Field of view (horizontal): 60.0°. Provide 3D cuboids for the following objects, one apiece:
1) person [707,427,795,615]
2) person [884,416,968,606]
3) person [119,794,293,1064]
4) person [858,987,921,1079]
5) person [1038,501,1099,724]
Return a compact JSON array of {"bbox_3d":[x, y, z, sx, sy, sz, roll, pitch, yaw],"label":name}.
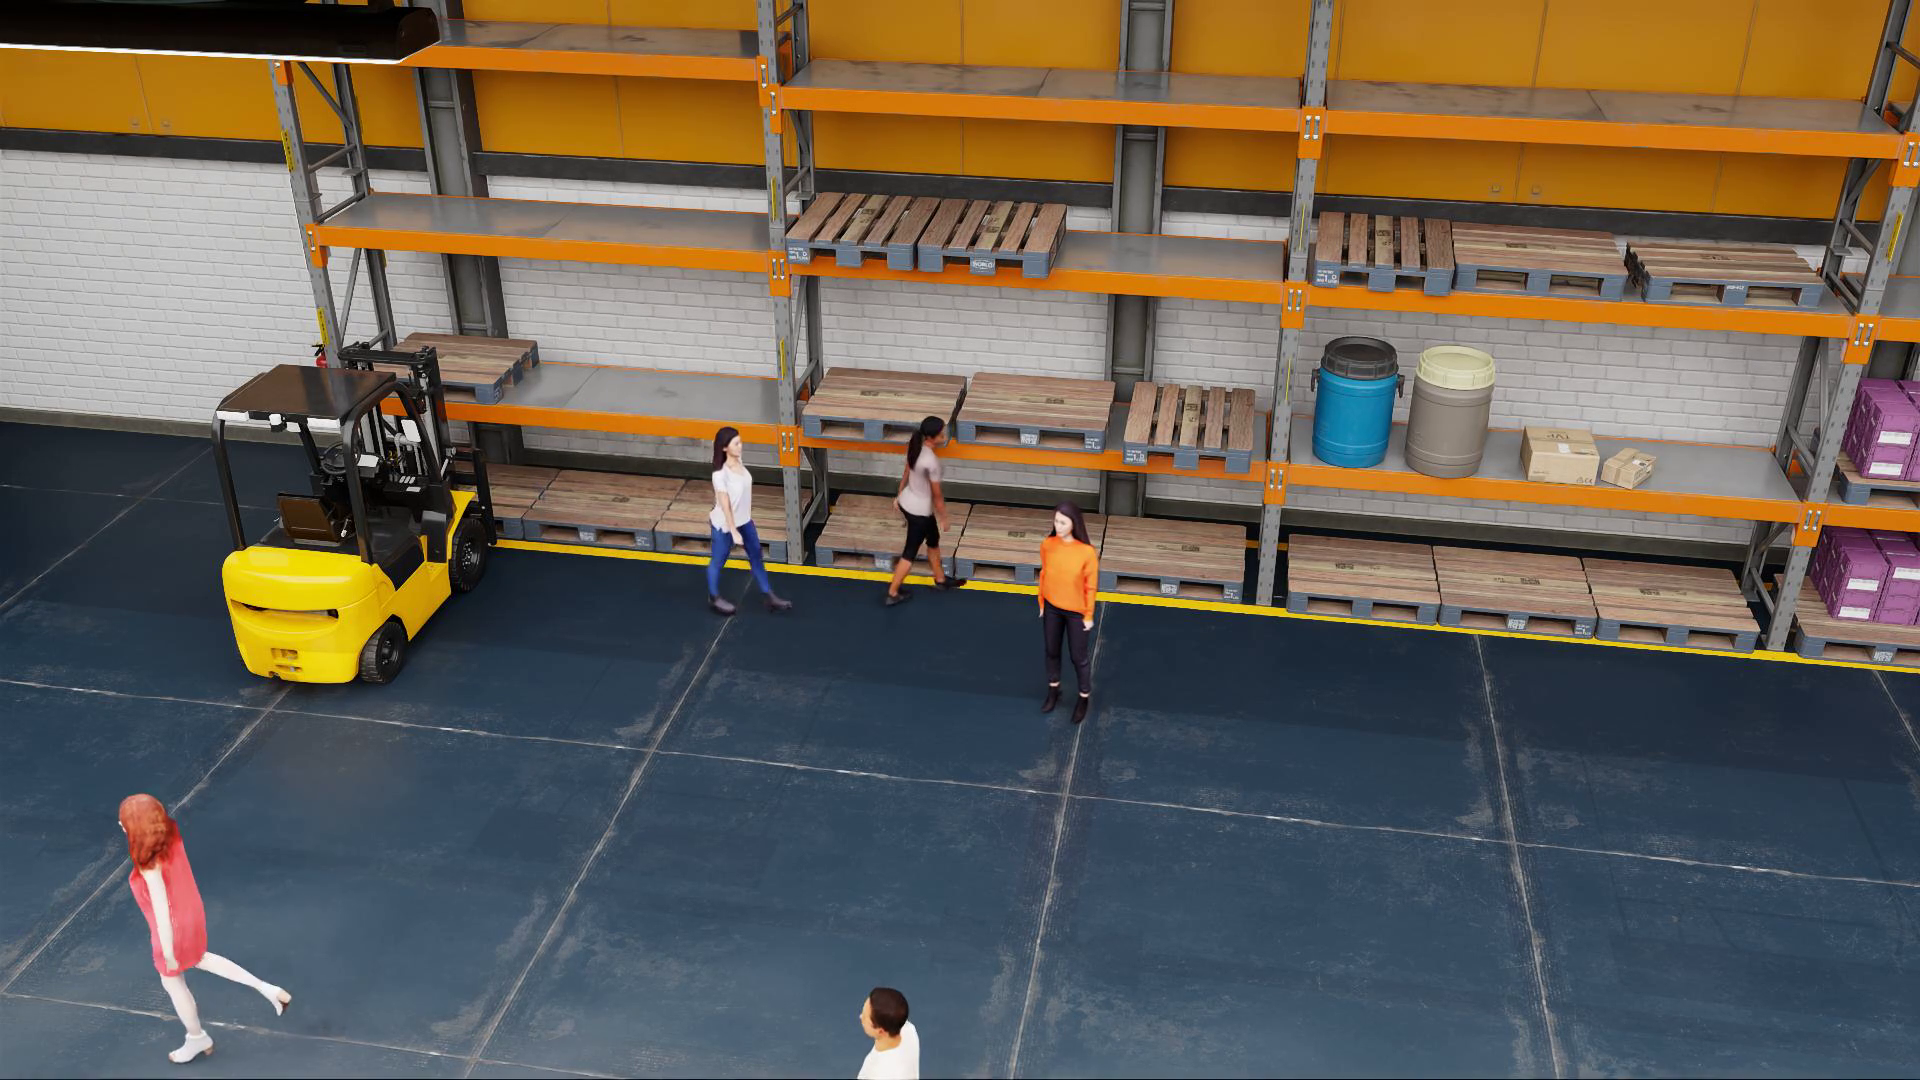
[{"bbox_3d":[-1.906,-0.120,13.257,0.994,1.655,0.711,11,31,20],"label":"person"},{"bbox_3d":[-0.396,-0.225,13.404,1.094,1.698,0.958,-15,32,-25],"label":"person"},{"bbox_3d":[-4.148,2.099,9.029,1.007,1.807,0.776,-4,29,-7],"label":"person"},{"bbox_3d":[-0.310,2.791,7.767,0.517,1.801,0.639,4,29,8],"label":"person"},{"bbox_3d":[0.782,0.497,12.032,0.625,1.744,0.757,17,33,28],"label":"person"}]
